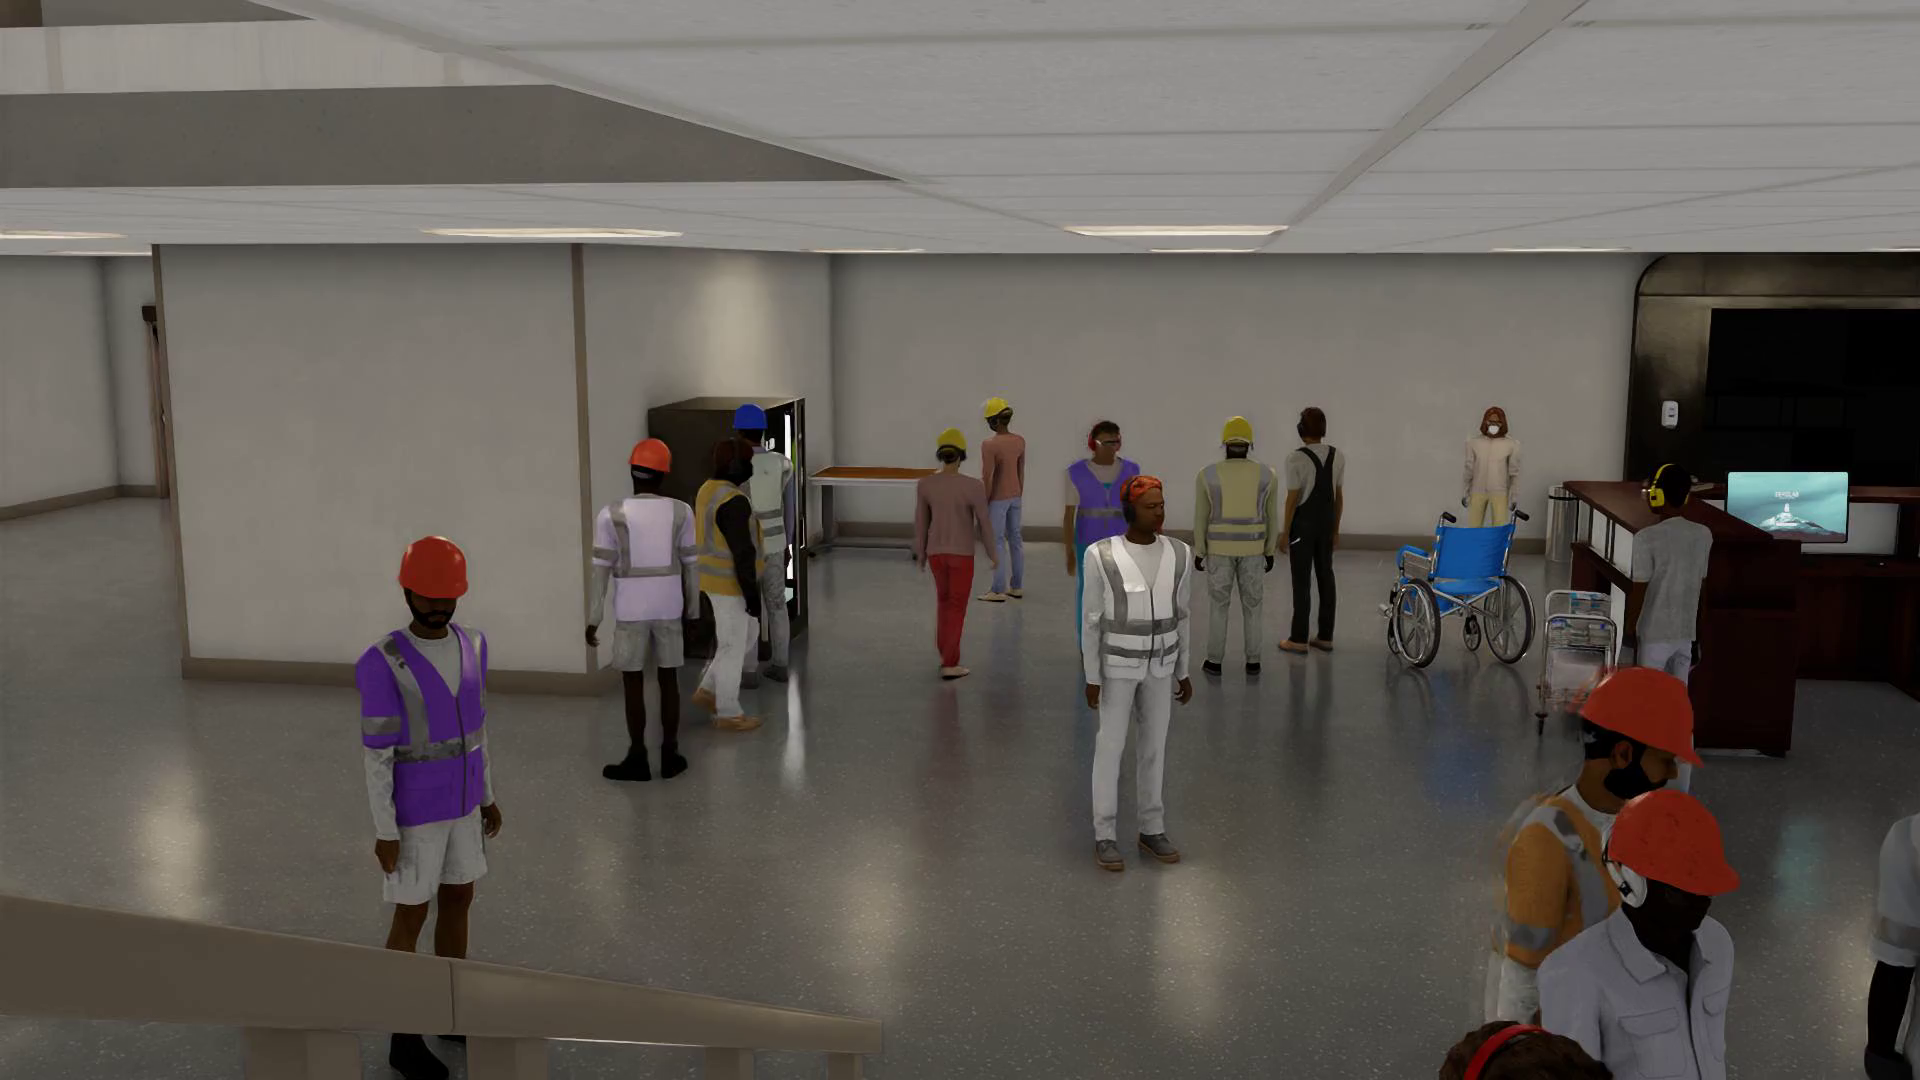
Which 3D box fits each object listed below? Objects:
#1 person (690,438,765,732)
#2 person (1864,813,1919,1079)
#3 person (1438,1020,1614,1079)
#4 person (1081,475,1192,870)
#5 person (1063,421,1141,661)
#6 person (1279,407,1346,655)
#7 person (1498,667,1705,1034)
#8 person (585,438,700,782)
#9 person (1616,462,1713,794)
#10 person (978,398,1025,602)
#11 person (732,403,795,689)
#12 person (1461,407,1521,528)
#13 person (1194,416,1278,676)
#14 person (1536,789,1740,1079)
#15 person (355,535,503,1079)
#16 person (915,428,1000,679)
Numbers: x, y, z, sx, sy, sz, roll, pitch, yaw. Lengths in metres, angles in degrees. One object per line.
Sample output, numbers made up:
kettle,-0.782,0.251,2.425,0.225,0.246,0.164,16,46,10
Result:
person,-1.411,0.283,10.259,0.438,1.830,0.638,-3,10,-18
person,2.406,1.264,3.827,0.610,1.953,0.387,6,11,31
person,0.726,1.553,2.363,0.567,1.848,0.389,-5,11,-30
person,0.852,0.627,7.959,0.575,1.884,0.355,-4,10,-21
person,1.017,0.069,11.676,0.600,1.792,0.960,-2,9,-11
person,2.616,-0.069,12.367,0.511,1.843,0.331,-4,10,-22
person,1.503,1.226,4.236,0.809,1.897,0.552,9,13,43
person,-1.777,0.388,9.347,0.616,1.919,0.422,-4,10,-22
person,3.653,0.527,8.659,0.508,1.862,0.326,-4,10,-21
person,0.346,-0.343,14.336,0.325,1.760,0.523,9,13,42
person,-1.405,0.041,11.376,0.615,1.945,0.399,-8,12,-41
person,4.819,-0.400,15.109,0.504,1.627,0.285,5,10,27
person,1.931,0.046,11.687,0.591,1.837,0.403,0,9,0
person,1.497,1.391,3.647,0.572,1.751,0.329,-6,11,-31
person,-1.843,0.935,5.903,0.370,1.933,0.550,5,11,29
person,-0.017,0.093,11.663,0.549,1.754,0.496,5,11,30
